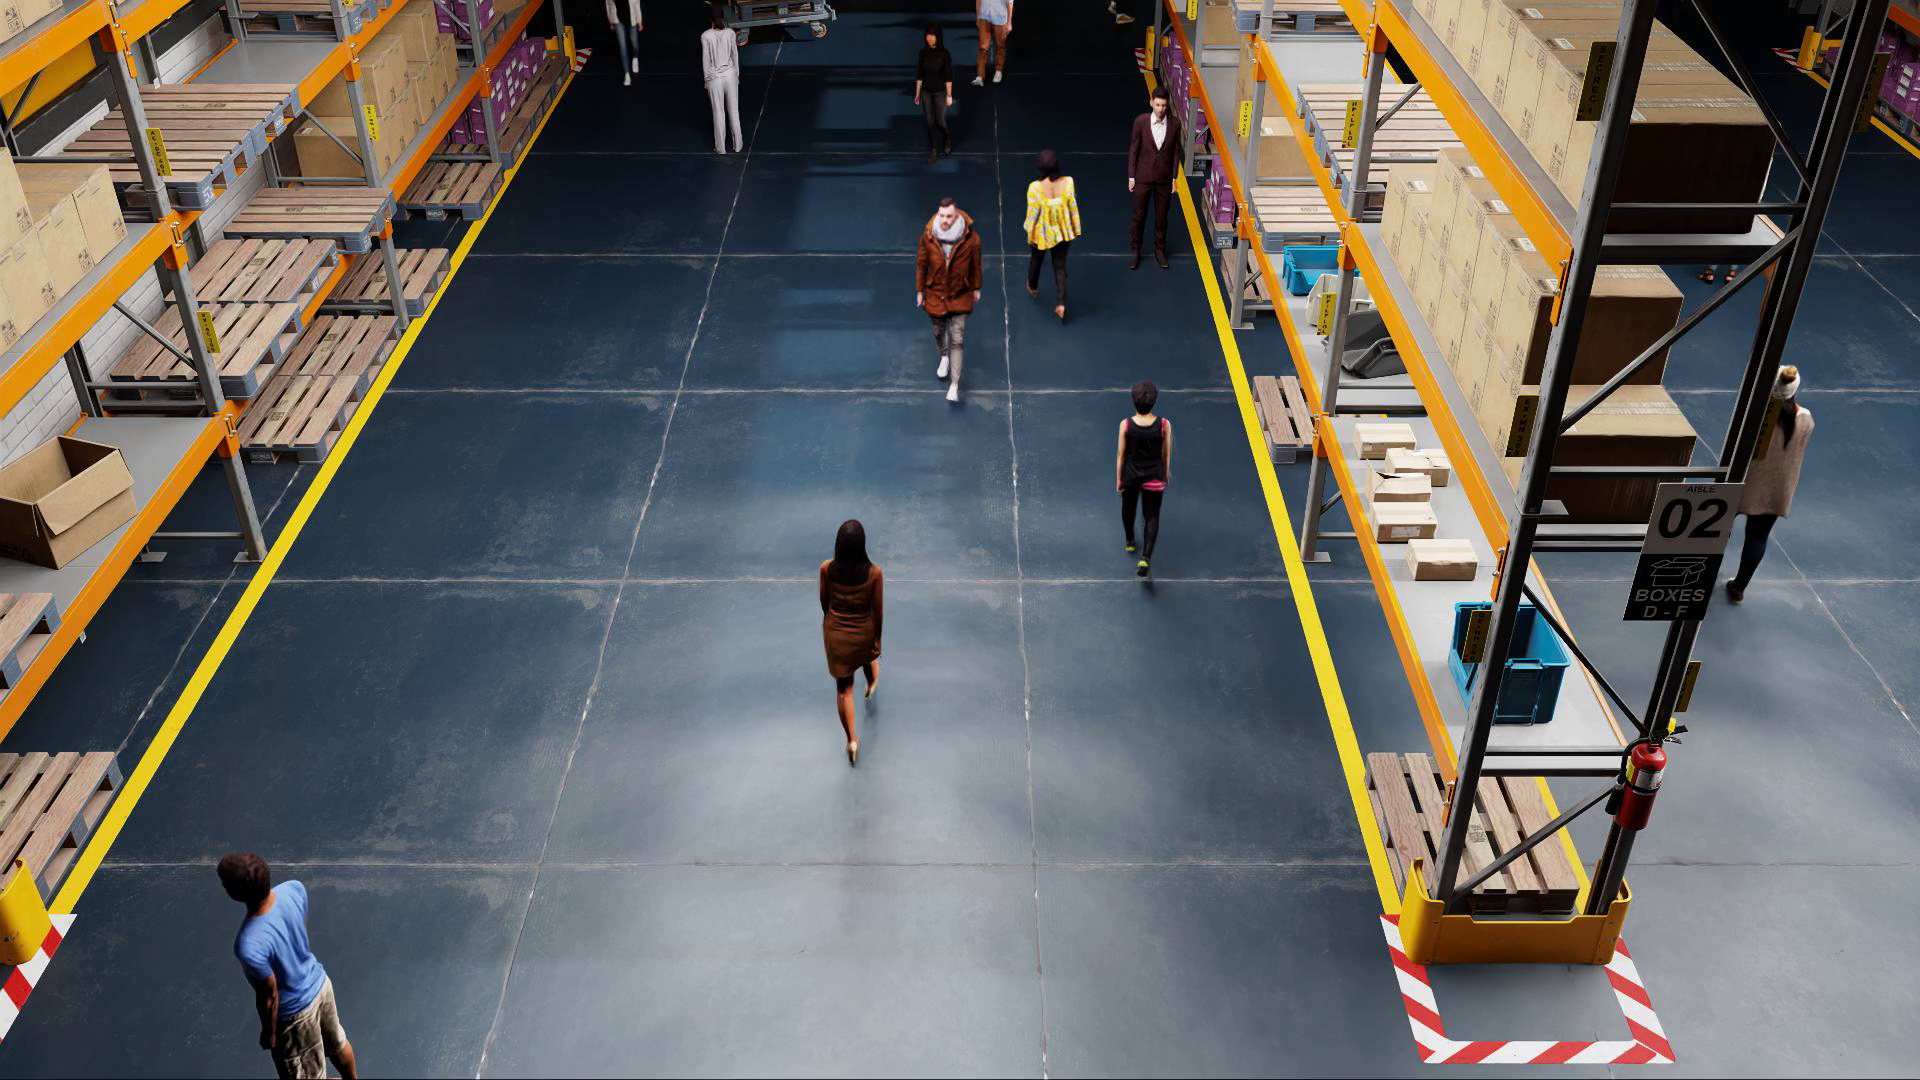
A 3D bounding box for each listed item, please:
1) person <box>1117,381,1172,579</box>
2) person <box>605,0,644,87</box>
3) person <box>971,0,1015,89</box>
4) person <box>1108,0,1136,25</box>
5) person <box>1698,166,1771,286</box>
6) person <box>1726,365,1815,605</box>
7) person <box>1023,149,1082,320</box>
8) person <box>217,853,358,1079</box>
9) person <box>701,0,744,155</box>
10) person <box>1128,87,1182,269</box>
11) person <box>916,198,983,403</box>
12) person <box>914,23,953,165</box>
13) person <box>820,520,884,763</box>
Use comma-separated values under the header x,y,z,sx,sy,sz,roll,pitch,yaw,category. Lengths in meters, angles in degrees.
x,y,z,sx,sy,sz,roll,pitch,yaw,category
1.355,-0.442,12.331,0.637,1.529,1.006,4,34,6,person
-4.404,-6.885,21.950,0.702,1.610,1.059,-5,34,-7,person
0.466,-6.865,21.753,0.880,1.795,1.123,8,35,13,person
2.362,-8.356,23.932,0.825,1.866,0.750,-15,36,-21,person
7.733,-3.353,16.574,0.658,1.680,0.615,7,34,11,person
5.733,-0.364,11.906,0.778,1.869,0.826,8,34,11,person
0.901,-2.905,15.959,0.817,1.613,1.067,-7,34,-10,person
-3.212,2.209,8.038,0.741,1.864,0.548,5,34,7,person
-2.804,-5.441,19.629,0.657,1.774,0.652,-12,35,-17,person
1.968,-3.698,16.926,0.672,1.864,0.589,-1,34,-1,person
-0.100,-2.180,14.712,0.802,1.787,1.137,4,34,6,person
-0.275,-5.245,19.464,0.693,1.631,0.771,12,35,17,person
-0.694,0.679,10.538,0.559,1.646,1.025,-1,34,-1,person
